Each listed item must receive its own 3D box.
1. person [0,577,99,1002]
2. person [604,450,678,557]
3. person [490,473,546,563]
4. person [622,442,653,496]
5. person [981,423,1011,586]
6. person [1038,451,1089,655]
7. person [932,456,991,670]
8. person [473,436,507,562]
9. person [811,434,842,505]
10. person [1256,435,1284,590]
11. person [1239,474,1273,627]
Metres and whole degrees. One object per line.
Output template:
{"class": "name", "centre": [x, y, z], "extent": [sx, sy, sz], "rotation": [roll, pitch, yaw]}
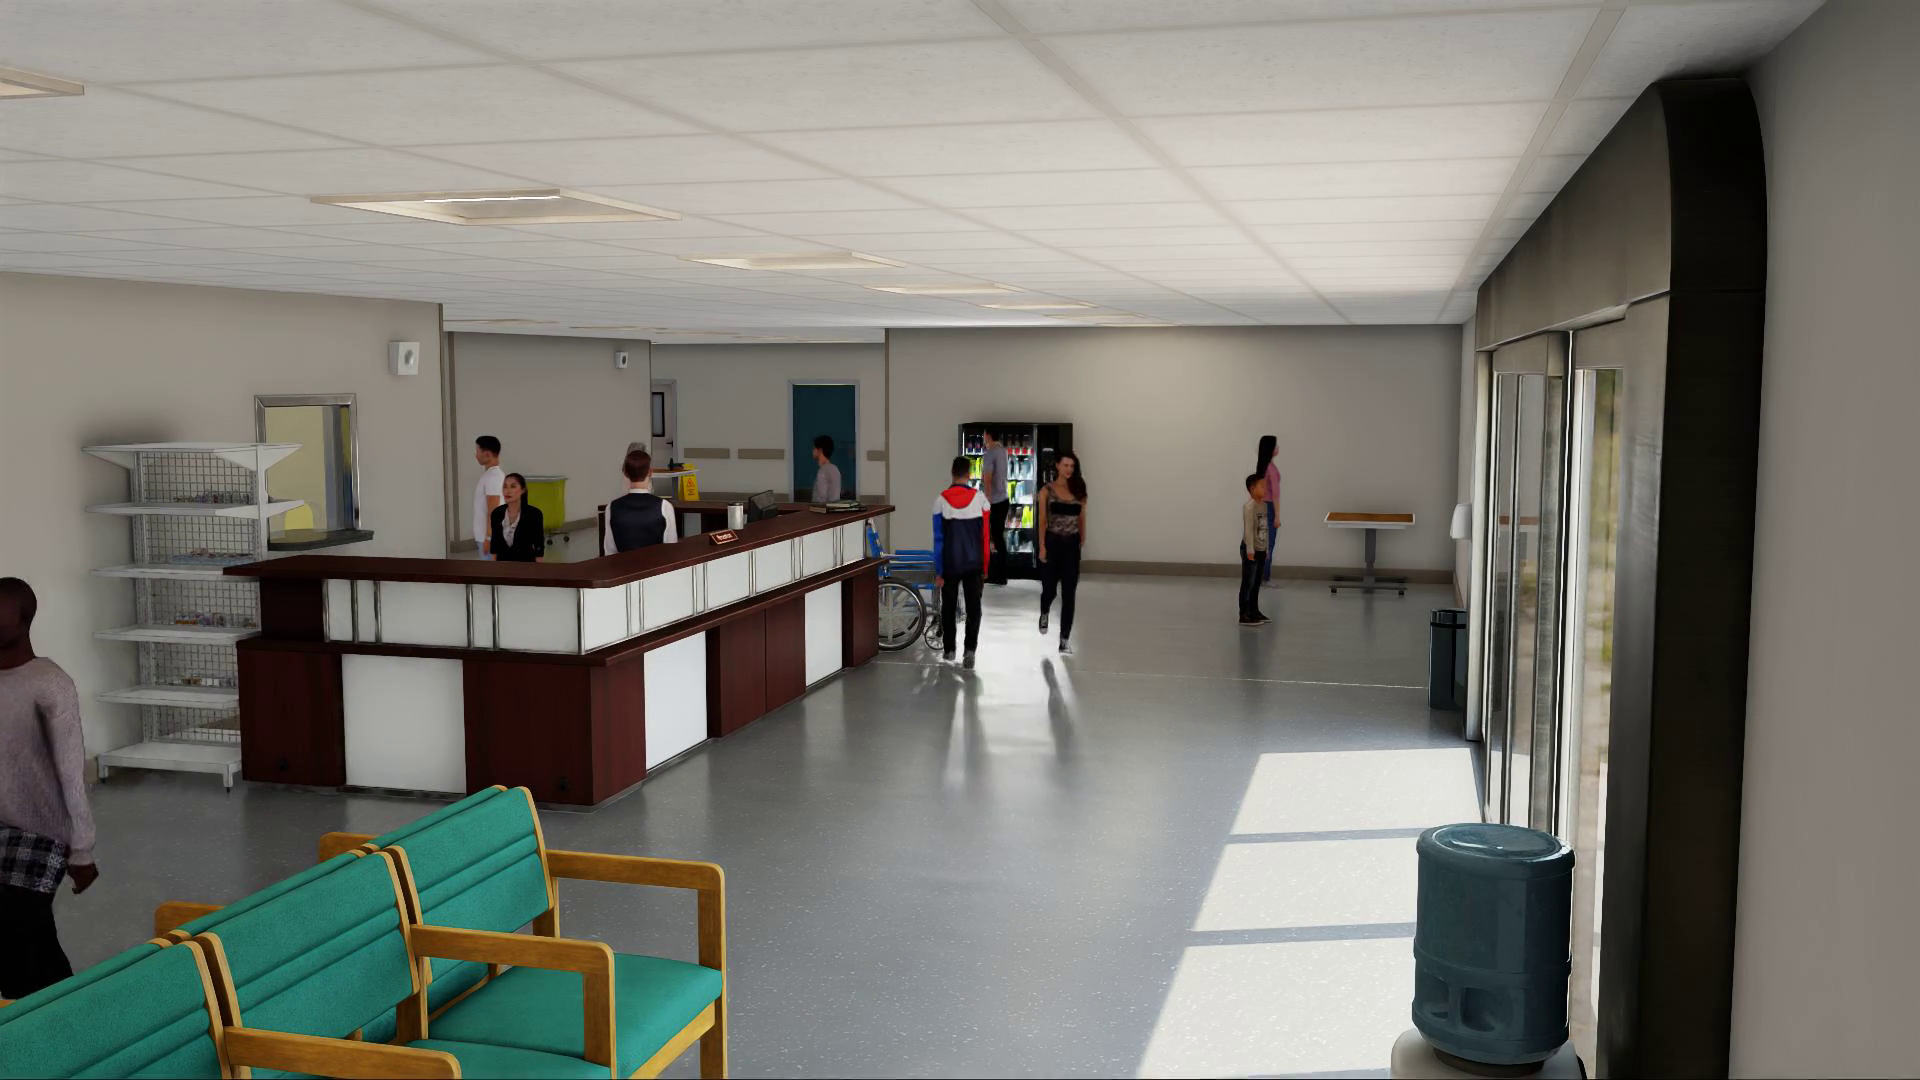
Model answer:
{"class": "person", "centre": [-3.060, 0.999, 5.601], "extent": [0.776, 1.759, 0.757], "rotation": [2, 6, 21]}
{"class": "person", "centre": [-2.109, 0.365, 11.015], "extent": [0.561, 1.935, 0.747], "rotation": [1, 6, 5]}
{"class": "person", "centre": [-3.473, 0.294, 13.113], "extent": [0.516, 1.657, 0.675], "rotation": [1, 6, 7]}
{"class": "person", "centre": [-3.405, -0.119, 16.965], "extent": [1.055, 1.707, 0.916], "rotation": [-2, 6, -18]}
{"class": "person", "centre": [0.472, -0.399, 19.020], "extent": [0.719, 1.853, 0.739], "rotation": [4, 7, 32]}
{"class": "person", "centre": [0.847, 0.106, 14.520], "extent": [0.987, 1.750, 0.928], "rotation": [-1, 6, -12]}
{"class": "person", "centre": [0.031, 0.213, 13.562], "extent": [1.132, 1.728, 0.913], "rotation": [0, 6, -1]}
{"class": "person", "centre": [-4.301, -0.030, 15.306], "extent": [0.707, 1.863, 0.748], "rotation": [-1, 6, -7]}
{"class": "person", "centre": [-1.227, -0.100, 16.183], "extent": [1.010, 1.826, 0.759], "rotation": [1, 6, 6]}
{"class": "person", "centre": [3.495, -0.328, 18.871], "extent": [0.626, 1.742, 0.646], "rotation": [-1, 6, -9]}
{"class": "person", "centre": [2.839, 0.093, 16.093], "extent": [0.616, 1.461, 0.603], "rotation": [4, 7, 38]}
